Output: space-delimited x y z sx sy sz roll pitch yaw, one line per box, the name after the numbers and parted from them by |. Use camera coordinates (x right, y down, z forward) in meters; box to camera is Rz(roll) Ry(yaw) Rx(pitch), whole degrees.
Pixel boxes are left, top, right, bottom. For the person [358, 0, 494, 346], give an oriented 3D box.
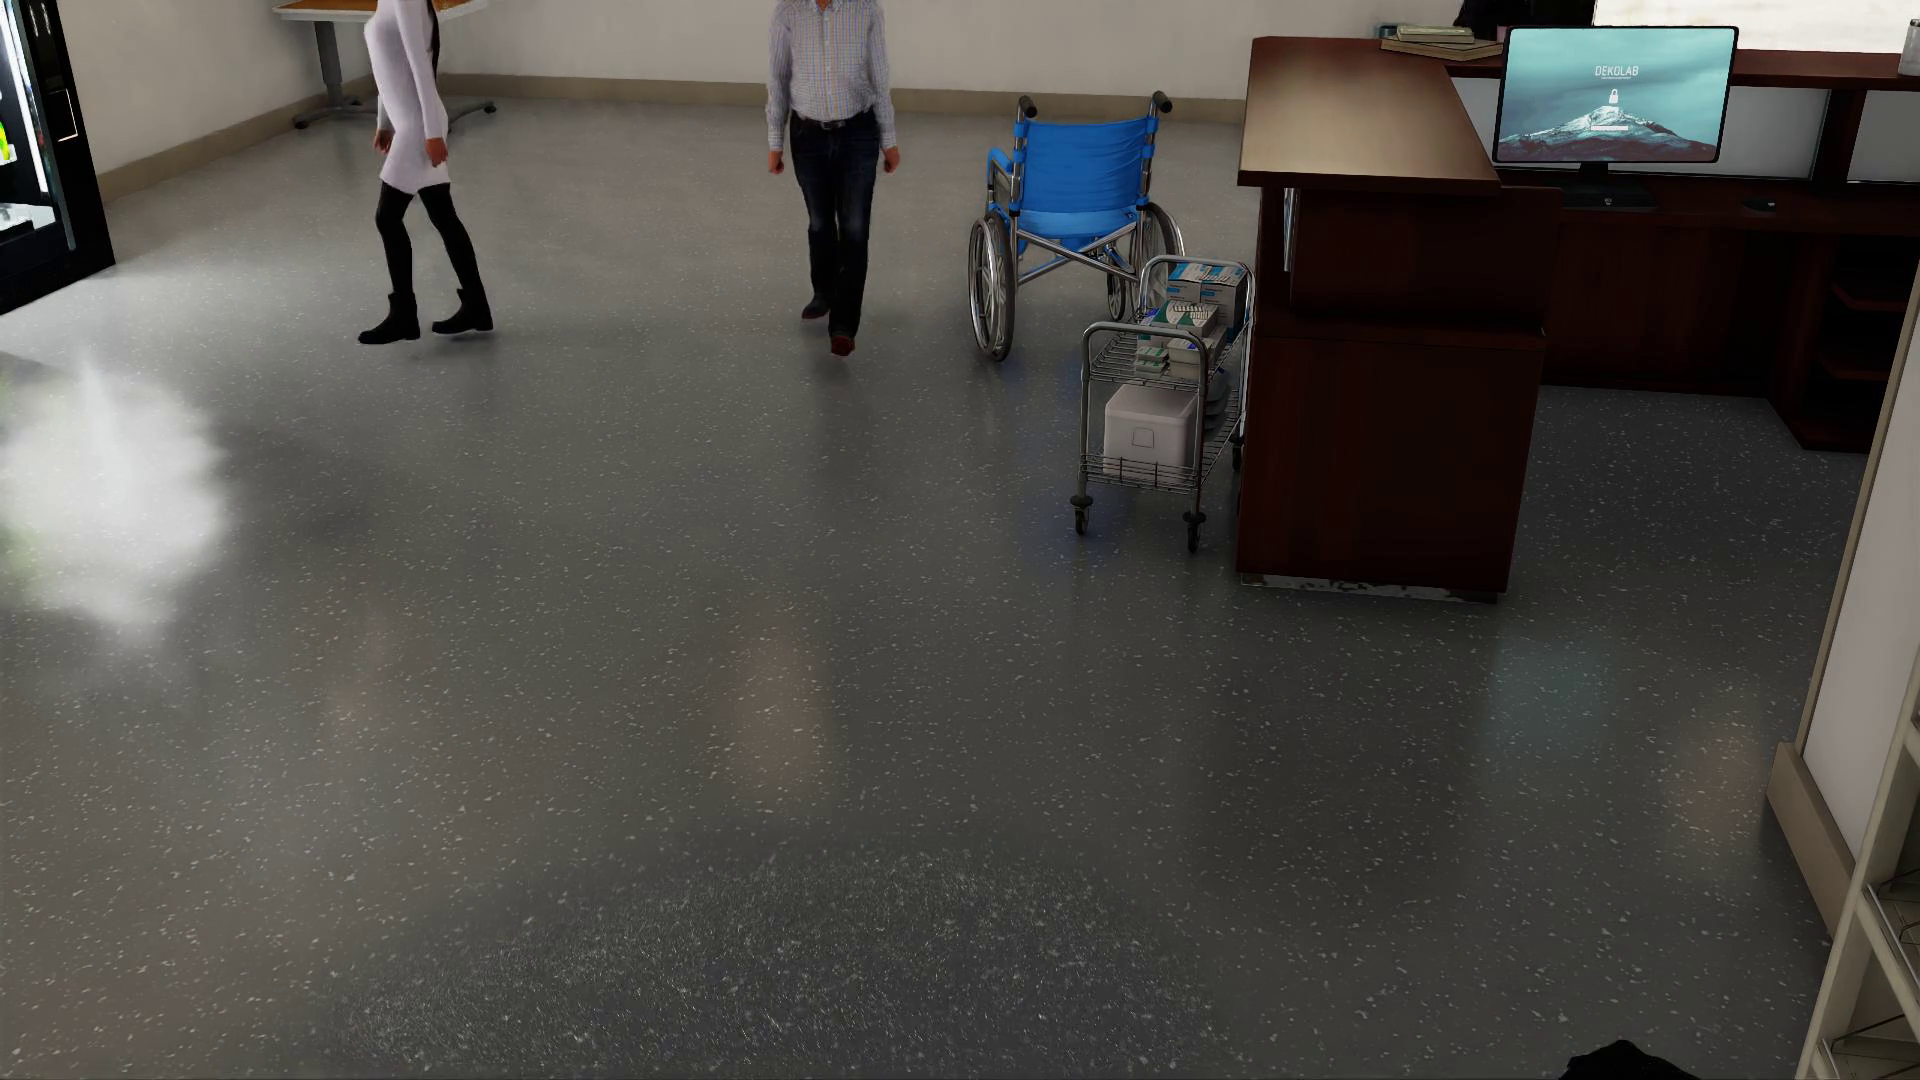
-2.221 -1.727 7.098 0.931 1.788 0.897 -11 28 -22 | person

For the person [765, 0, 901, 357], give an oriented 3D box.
-0.521 -1.712 7.111 0.737 1.751 1.197 4 26 8 | person
